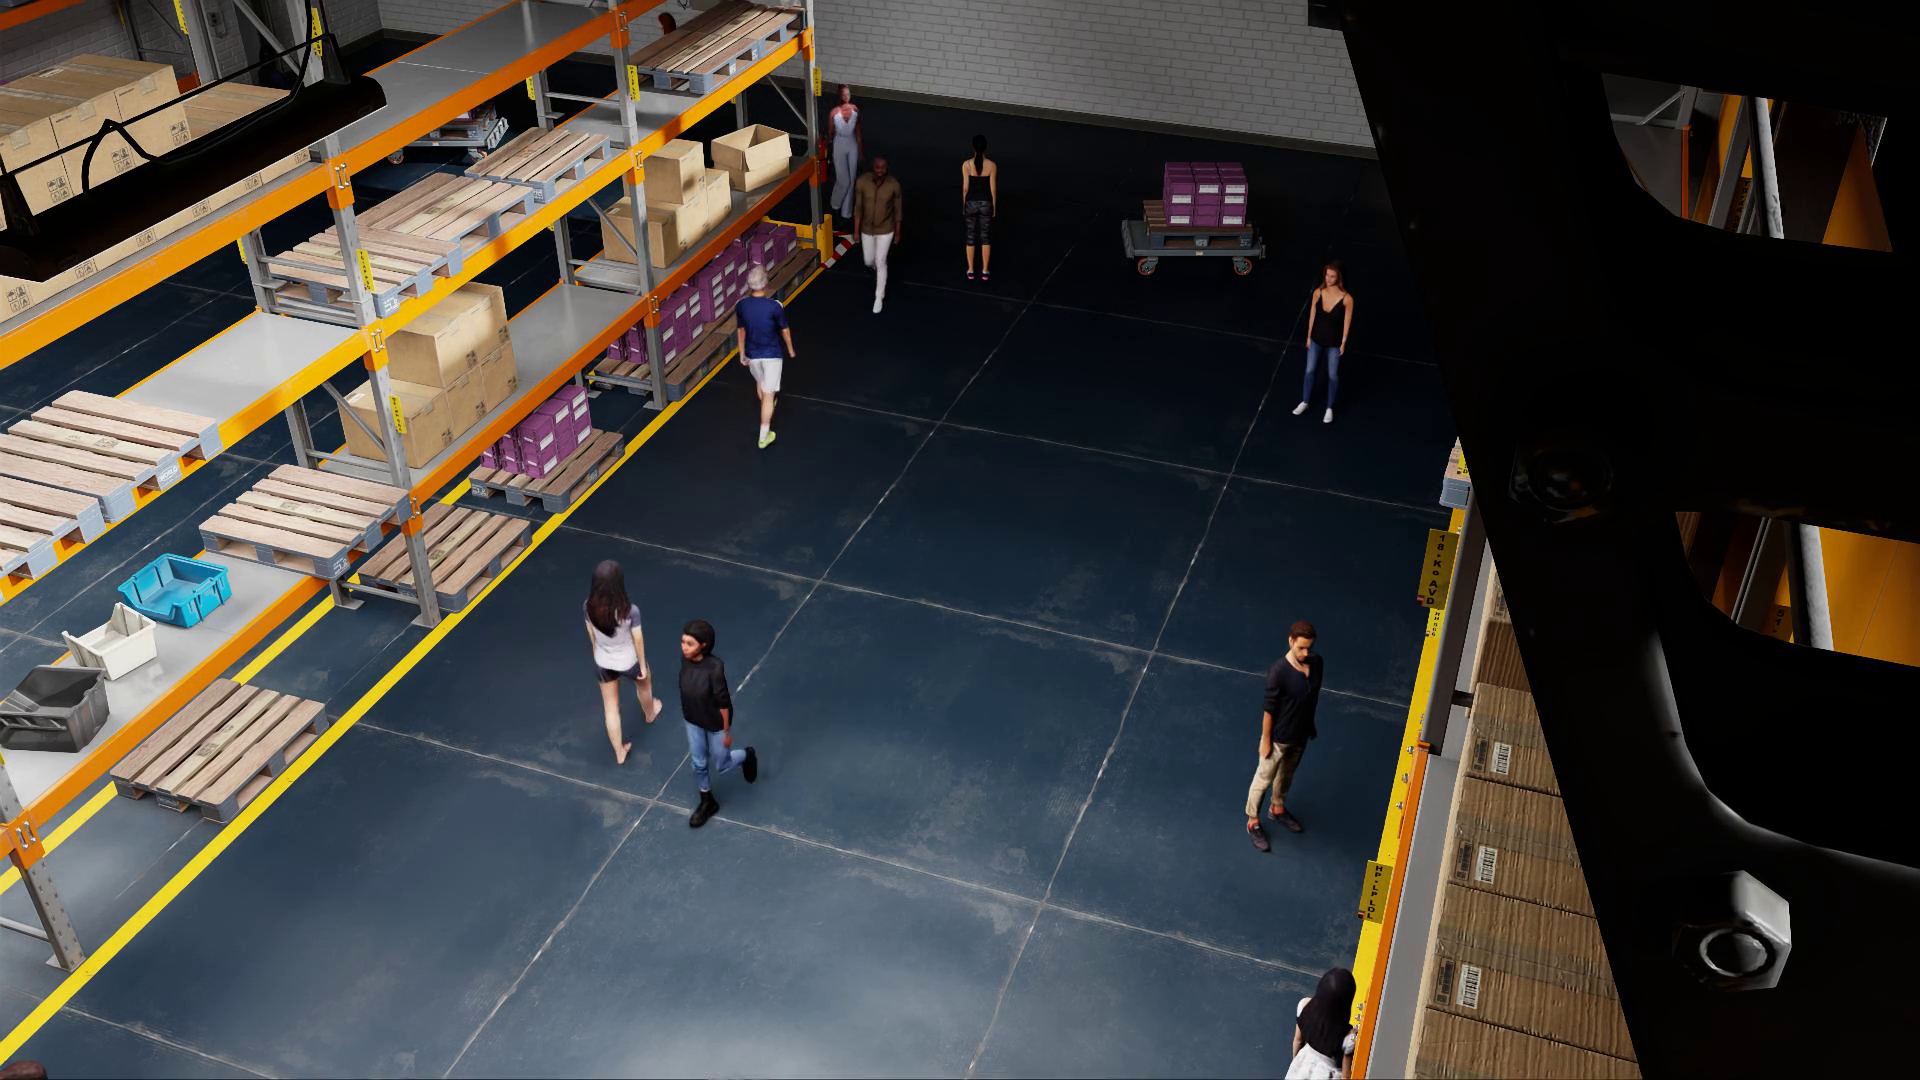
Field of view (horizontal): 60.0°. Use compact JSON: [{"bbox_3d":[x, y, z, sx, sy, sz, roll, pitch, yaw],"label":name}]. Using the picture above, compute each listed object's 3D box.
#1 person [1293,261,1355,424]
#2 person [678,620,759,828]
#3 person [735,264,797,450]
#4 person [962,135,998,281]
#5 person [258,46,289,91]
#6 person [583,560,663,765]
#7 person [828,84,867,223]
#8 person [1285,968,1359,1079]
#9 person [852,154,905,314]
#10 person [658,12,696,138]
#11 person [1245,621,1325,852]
[{"bbox_3d":[3.662,-1.995,16.569,0.628,1.721,0.560,18,38,25],"label":"person"},{"bbox_3d":[-1.724,1.247,11.724,0.635,1.684,0.903,16,37,23],"label":"person"},{"bbox_3d":[-1.920,-1.735,16.111,0.736,1.795,1.098,8,34,12],"label":"person"},{"bbox_3d":[0.214,-3.874,19.396,0.629,1.721,0.640,-1,34,-2],"label":"person"},{"bbox_3d":[-9.086,-5.718,22.160,0.608,1.732,0.536,15,36,21],"label":"person"},{"bbox_3d":[-2.537,0.932,12.199,0.734,1.684,0.986,3,34,5],"label":"person"},{"bbox_3d":[-1.486,-4.873,20.852,0.763,1.772,0.815,-20,39,-28],"label":"person"},{"bbox_3d":[1.949,2.990,9.026,0.802,1.769,0.777,-24,41,-32],"label":"person"},{"bbox_3d":[-0.918,-3.525,18.800,0.825,1.800,1.008,6,34,8],"label":"person"},{"bbox_3d":[-3.941,-6.468,23.275,0.764,1.747,0.995,7,34,10],"label":"person"},{"bbox_3d":[2.249,1.312,11.473,0.679,1.855,0.769,-20,38,-27],"label":"person"}]
